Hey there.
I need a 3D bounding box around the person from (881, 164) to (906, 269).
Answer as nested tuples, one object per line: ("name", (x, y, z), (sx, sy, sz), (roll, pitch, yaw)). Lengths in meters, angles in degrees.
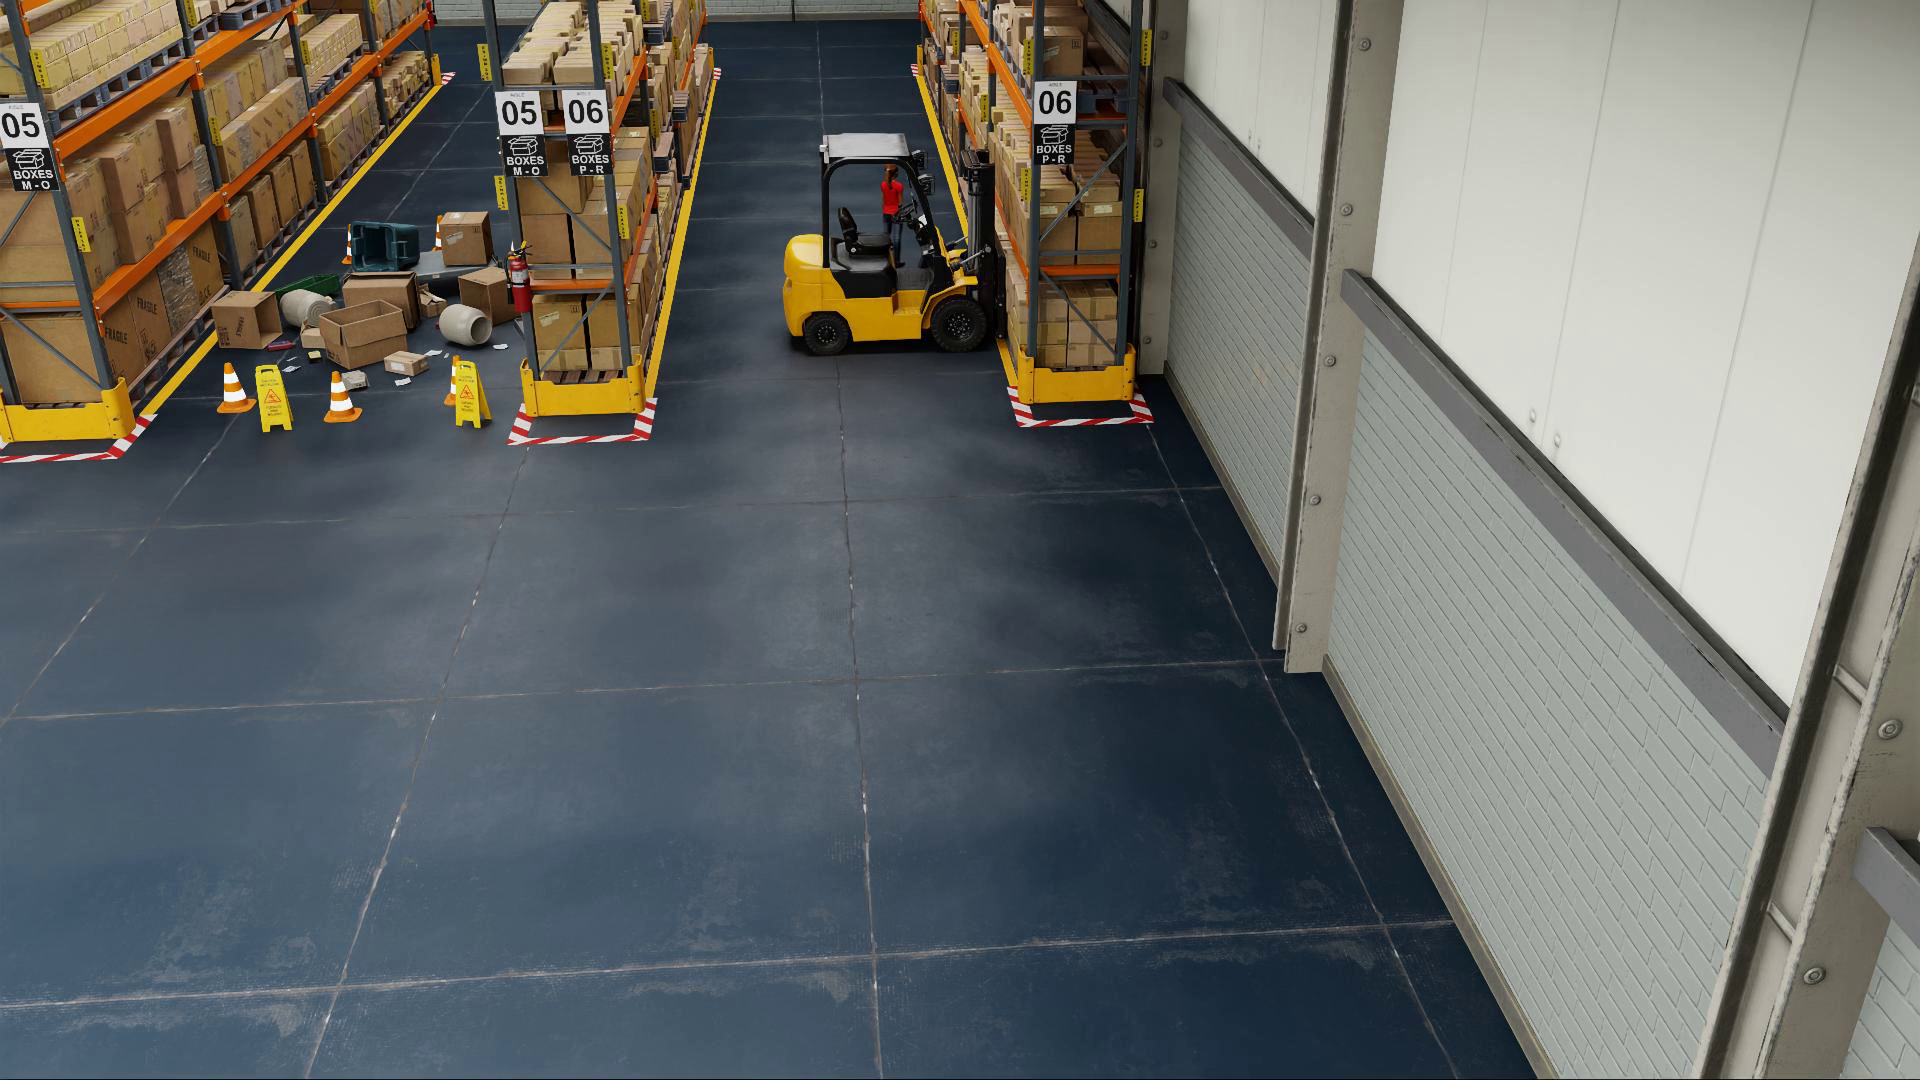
("person", (-0.836, -4.025, 20.578), (0.551, 1.308, 0.600), (15, 31, 27))
